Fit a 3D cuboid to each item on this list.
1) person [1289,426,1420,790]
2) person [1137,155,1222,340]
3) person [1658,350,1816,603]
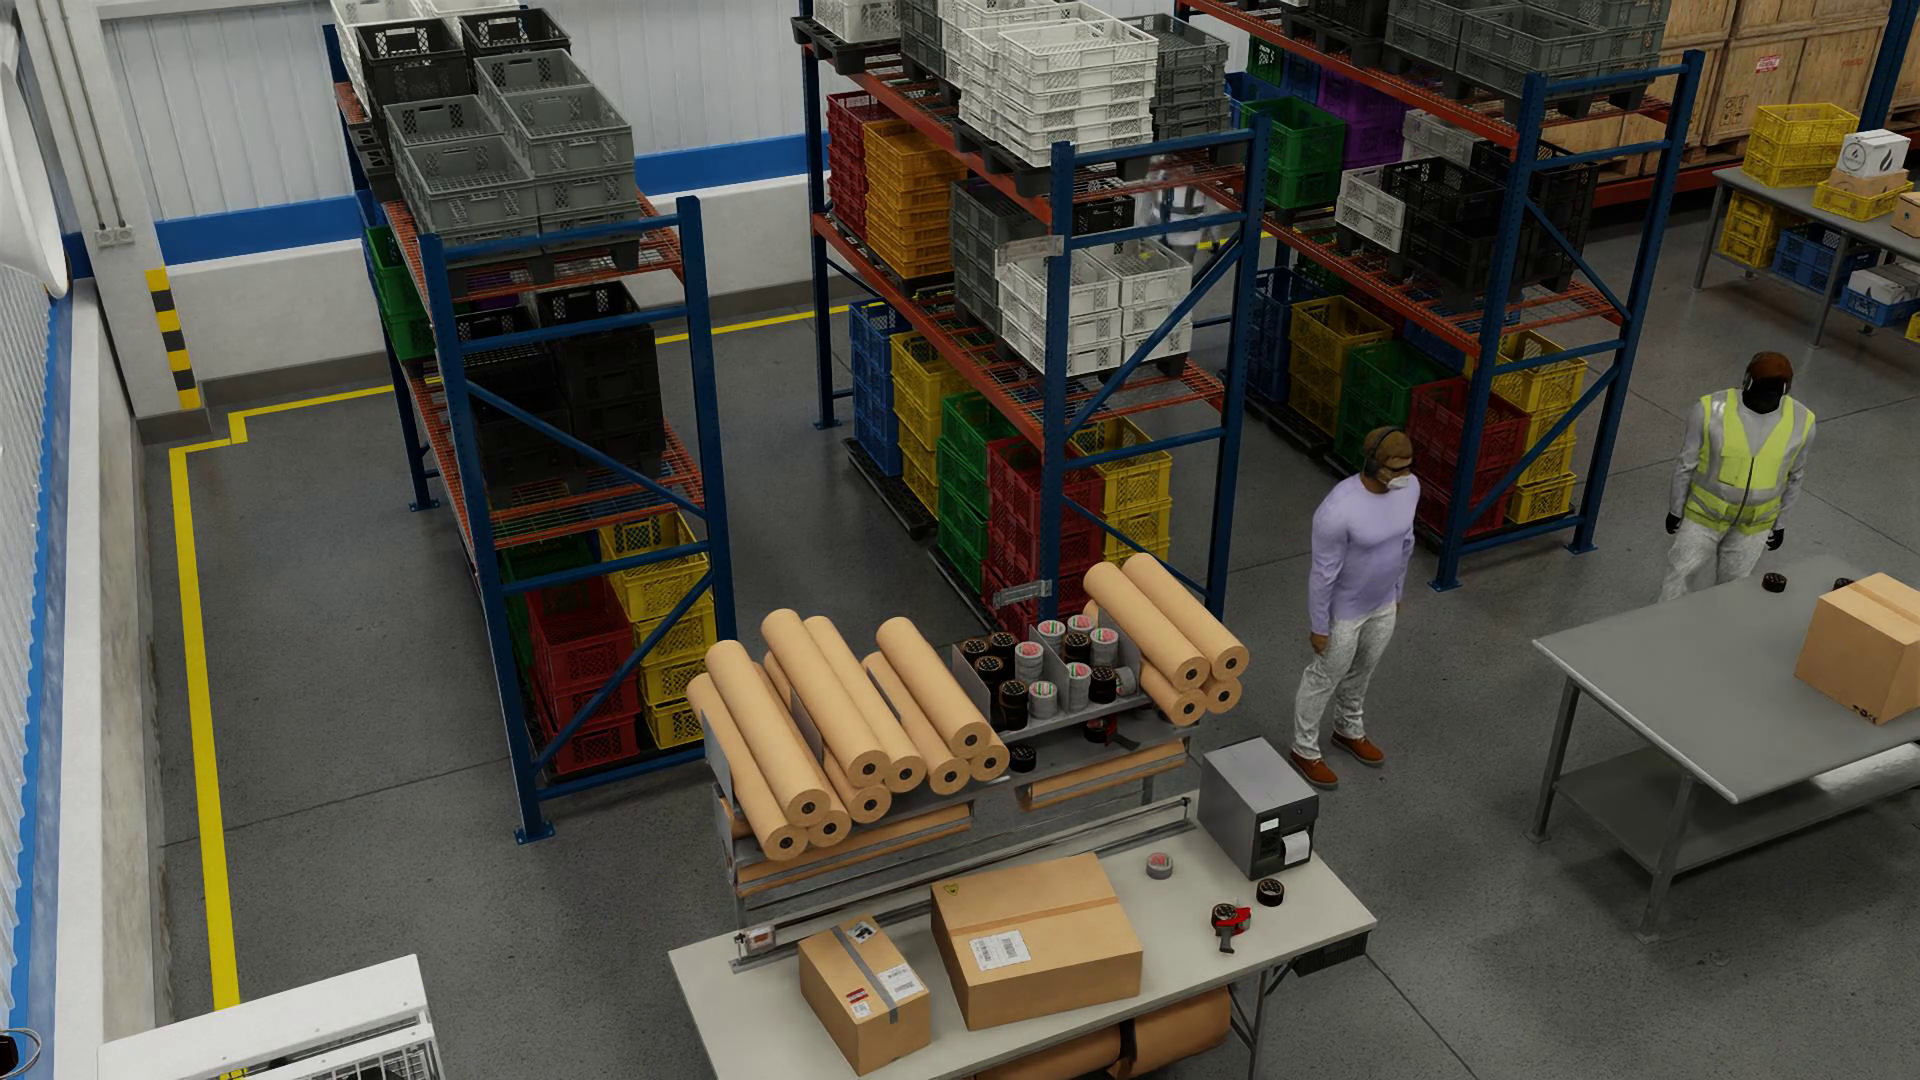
[{"bbox_3d":[1.875,0.310,7.873,0.630,1.932,0.363,-20,37,-29],"label":"person"},{"bbox_3d":[1.646,-2.247,12.096,0.588,1.862,0.797,21,37,30],"label":"person"},{"bbox_3d":[4.008,-0.132,8.672,0.626,1.843,0.429,7,32,11],"label":"person"}]
